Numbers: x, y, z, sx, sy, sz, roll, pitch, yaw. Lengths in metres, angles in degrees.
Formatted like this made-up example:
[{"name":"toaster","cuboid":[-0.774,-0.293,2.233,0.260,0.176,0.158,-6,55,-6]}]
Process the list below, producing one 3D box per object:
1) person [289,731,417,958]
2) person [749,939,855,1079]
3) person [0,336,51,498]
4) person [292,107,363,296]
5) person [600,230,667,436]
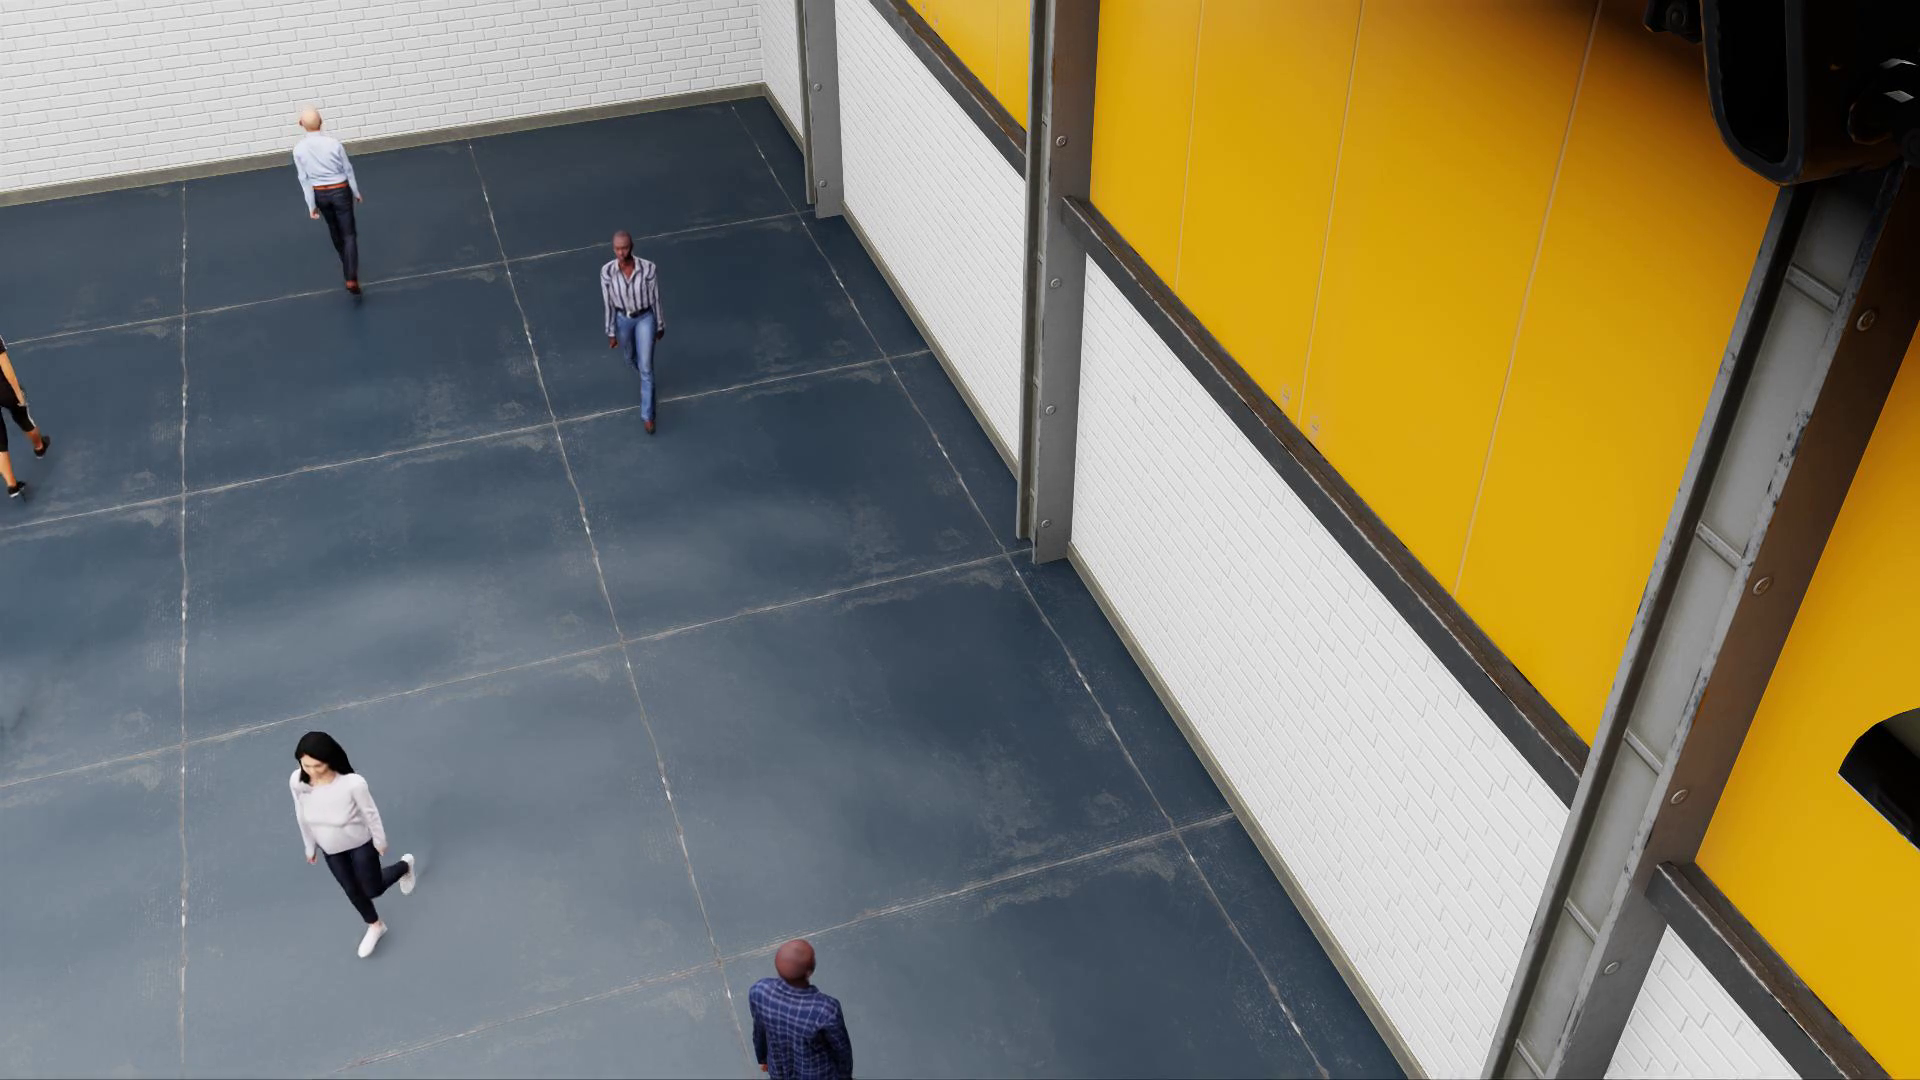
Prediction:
[{"name":"person","cuboid":[-3.499,1.665,9.608,0.826,1.684,0.944,5,39,6]},{"name":"person","cuboid":[-0.775,2.622,8.302,0.756,1.818,0.786,11,40,13]},{"name":"person","cuboid":[-7.632,-1.104,13.120,0.711,1.628,1.141,-7,39,-9]},{"name":"person","cuboid":[-5.858,-3.144,15.570,0.798,1.759,1.261,-5,39,-7]},{"name":"person","cuboid":[-2.713,-1.827,13.921,0.827,1.759,1.183,-3,39,-4]}]
